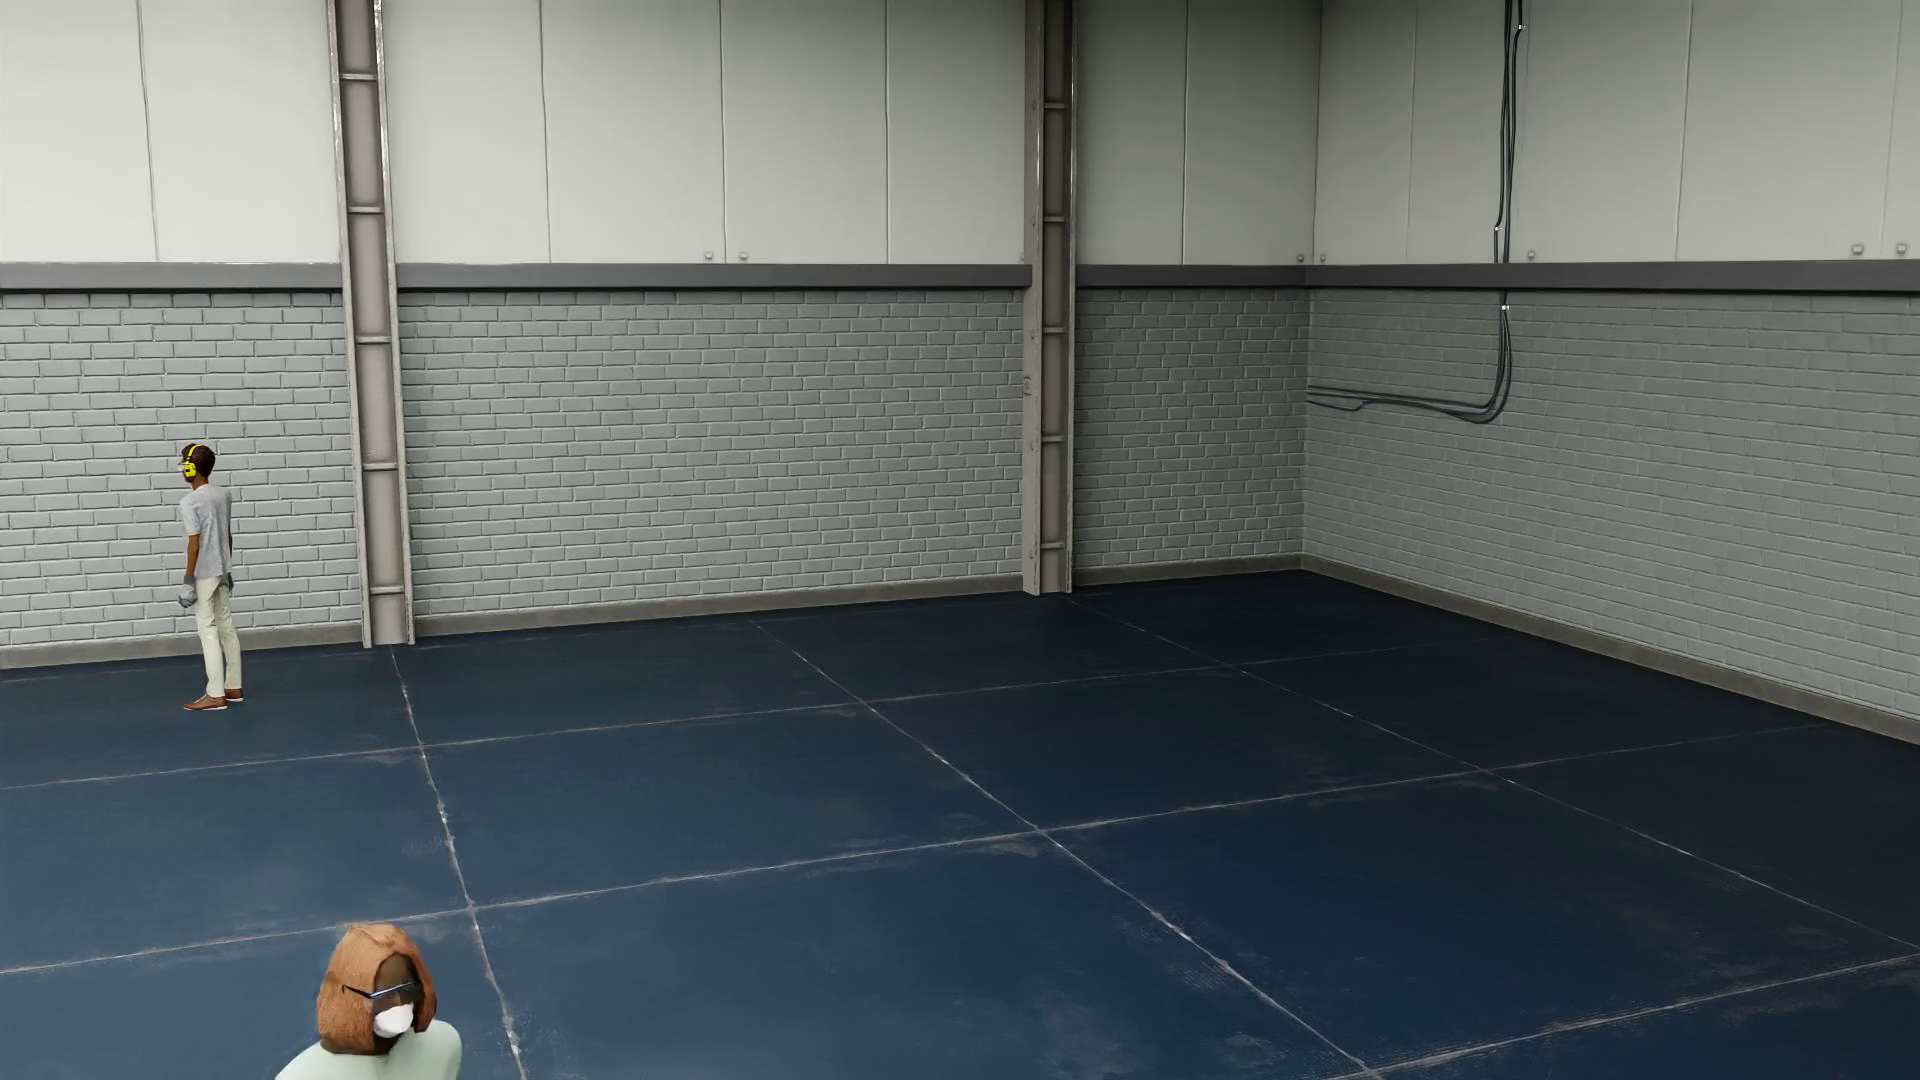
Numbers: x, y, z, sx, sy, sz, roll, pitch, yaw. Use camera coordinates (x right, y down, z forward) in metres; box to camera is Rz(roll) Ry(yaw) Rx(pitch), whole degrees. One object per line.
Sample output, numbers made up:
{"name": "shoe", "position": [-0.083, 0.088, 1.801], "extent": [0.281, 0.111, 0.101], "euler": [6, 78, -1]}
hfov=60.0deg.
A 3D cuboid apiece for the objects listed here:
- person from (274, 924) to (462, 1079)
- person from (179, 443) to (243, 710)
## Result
{"name": "person", "position": [-1.367, 1.630, 3.812], "extent": [0.694, 1.612, 0.501], "euler": [8, 12, 41]}
{"name": "person", "position": [-5.275, 0.257, 11.638], "extent": [0.329, 1.872, 0.510], "euler": [1, 9, 9]}
